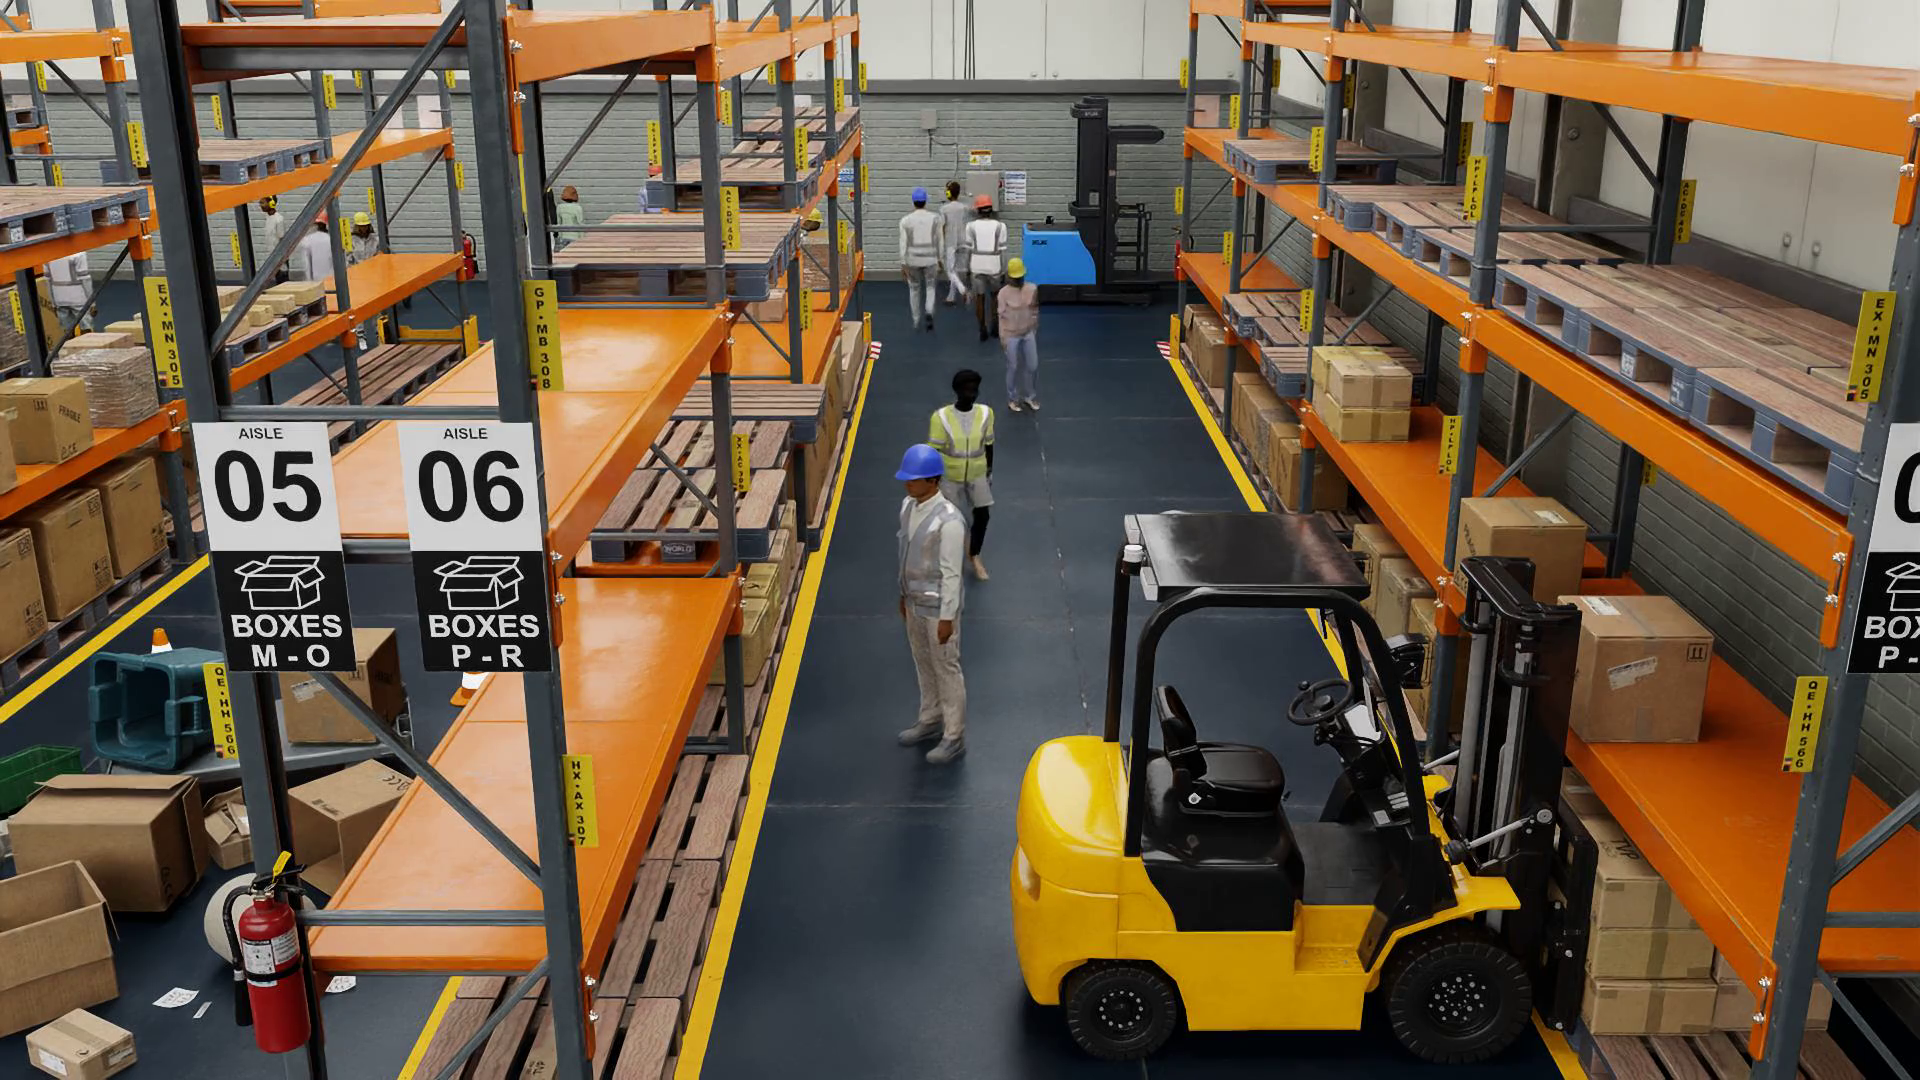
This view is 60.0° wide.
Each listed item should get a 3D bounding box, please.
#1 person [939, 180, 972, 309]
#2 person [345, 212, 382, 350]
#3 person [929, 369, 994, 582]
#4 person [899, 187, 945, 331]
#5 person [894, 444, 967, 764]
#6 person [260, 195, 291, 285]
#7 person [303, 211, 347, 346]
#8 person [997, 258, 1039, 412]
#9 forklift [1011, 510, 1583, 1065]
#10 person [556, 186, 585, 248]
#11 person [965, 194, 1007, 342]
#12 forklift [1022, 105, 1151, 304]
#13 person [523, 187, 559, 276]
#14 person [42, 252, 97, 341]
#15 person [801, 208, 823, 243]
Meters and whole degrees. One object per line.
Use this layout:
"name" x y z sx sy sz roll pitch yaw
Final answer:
"person" -0.059 -4.225 23.908 0.508 1.845 0.763 -12 22 -32
"person" -7.593 -3.325 21.327 0.484 1.744 0.295 -14 23 -37
"person" 0.015 -0.482 12.823 0.583 1.691 0.448 -5 19 -14
"person" -0.512 -3.757 22.337 0.624 1.929 0.518 -2 18 -5
"person" -0.193 0.363 9.870 0.414 1.940 0.609 -11 21 -29
"person" -9.250 -3.803 22.600 0.328 1.860 0.513 -14 23 -37
"person" -8.192 -3.444 21.749 0.585 1.699 0.871 4 19 12
"person" 0.622 -2.213 17.981 0.549 1.721 0.503 -9 20 -25
"forklift" 1.387 1.055 7.378 2.313 2.155 1.214 0 18 0
"person" -5.868 -4.540 25.192 0.498 1.628 0.284 10 21 28
"person" 0.336 -3.587 21.862 0.554 1.903 0.619 0 18 1
"forklift" 1.857 -4.944 24.441 1.873 2.768 1.129 0 18 0
"person" -6.504 -4.852 25.792 0.627 1.844 0.429 4 19 13
"person" -10.382 -2.805 19.468 0.546 1.928 0.390 2 18 5
"person" -1.929 -3.475 21.804 0.320 1.731 0.489 -1 18 -2
